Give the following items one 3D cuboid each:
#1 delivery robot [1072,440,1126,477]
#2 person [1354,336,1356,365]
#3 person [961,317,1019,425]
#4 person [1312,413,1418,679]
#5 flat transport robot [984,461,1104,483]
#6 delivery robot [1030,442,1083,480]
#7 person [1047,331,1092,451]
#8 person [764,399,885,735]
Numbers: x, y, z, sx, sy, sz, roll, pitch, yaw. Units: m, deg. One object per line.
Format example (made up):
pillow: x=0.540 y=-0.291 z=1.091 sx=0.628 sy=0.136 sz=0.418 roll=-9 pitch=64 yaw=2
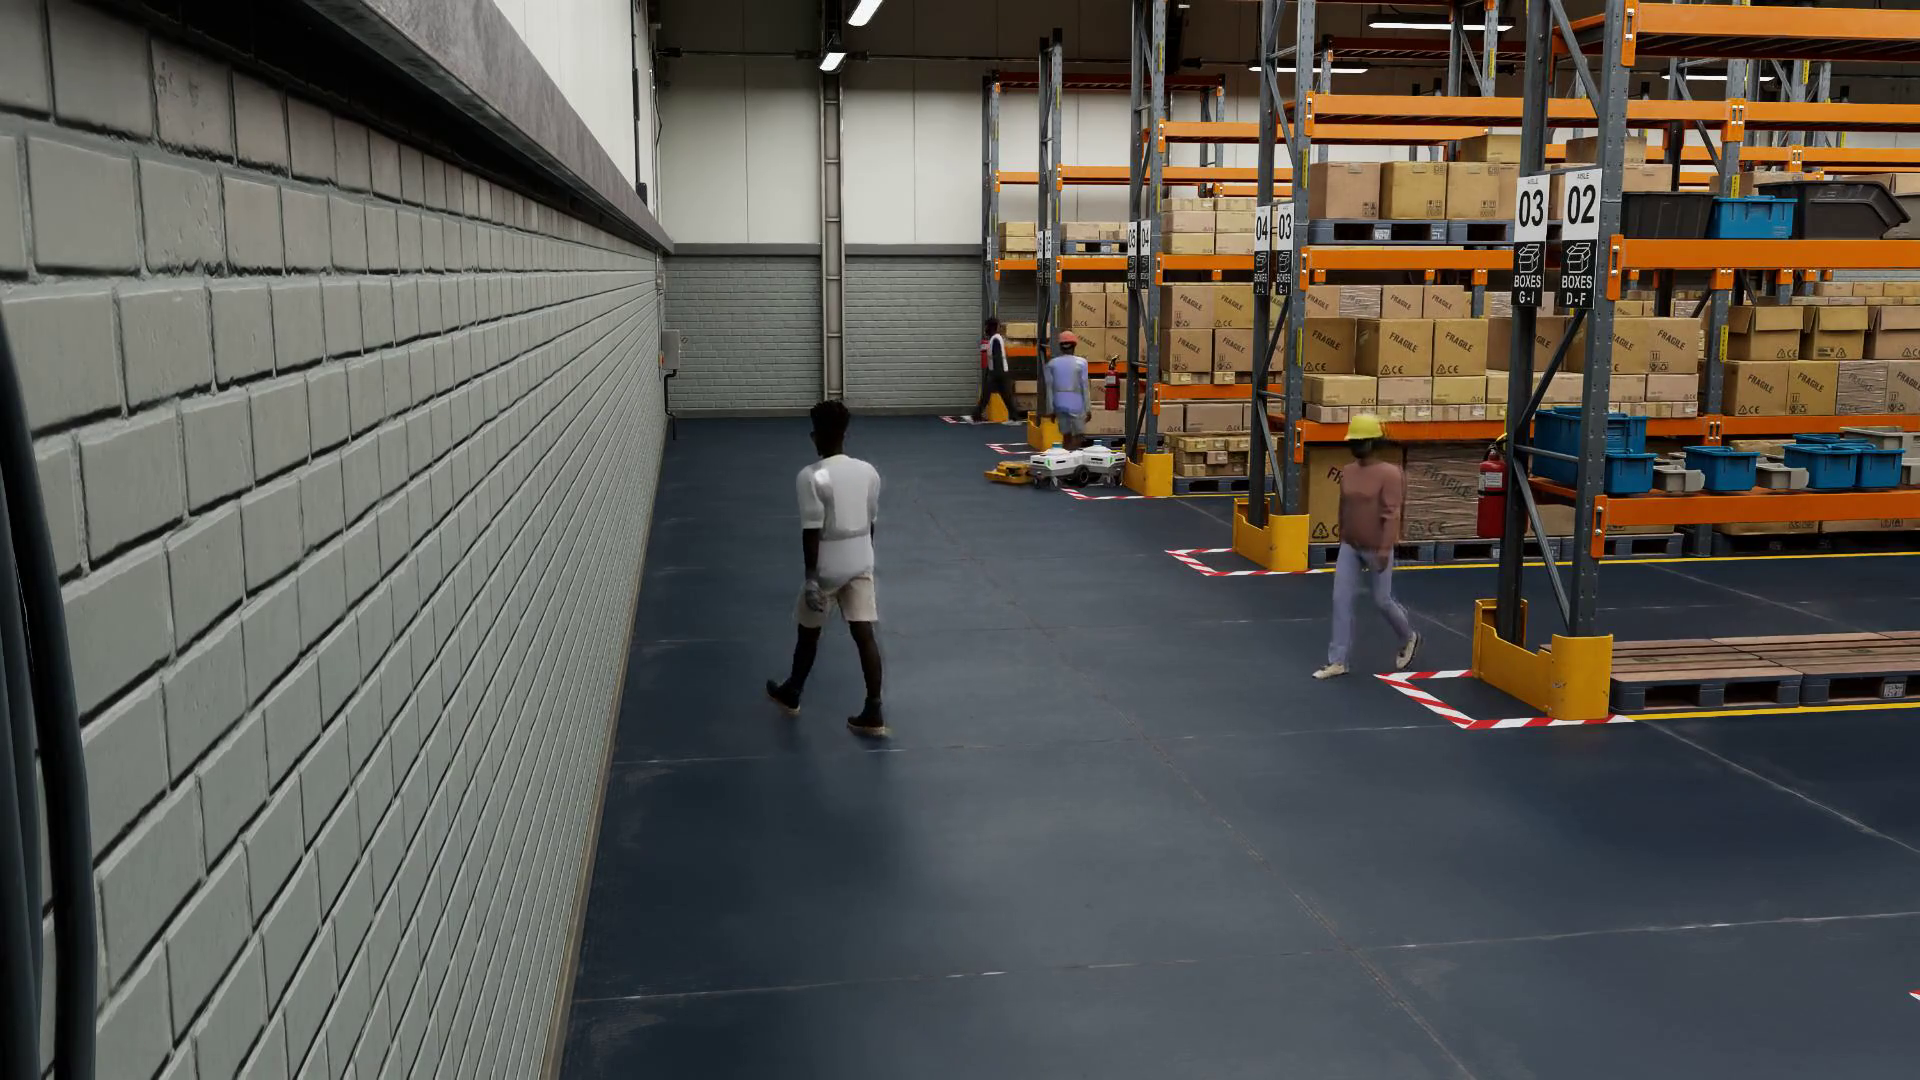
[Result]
delivery robot: x=1.696 y=-0.990 z=20.537 sx=0.707 sy=0.478 sz=0.477 roll=8 pitch=12 yaw=41
person: x=4.415 y=-1.303 z=18.546 sx=0.474 sy=1.921 sz=0.586 roll=0 pitch=9 yaw=0
person: x=0.546 y=-2.884 z=28.501 sx=1.017 sy=1.853 sz=0.604 roll=0 pitch=9 yaw=3
person: x=2.694 y=0.032 z=10.885 sx=0.771 sy=1.738 sz=0.524 roll=-7 pitch=12 yaw=-38
flat transport robot: x=1.077 y=-0.895 z=21.113 sx=1.431 sy=0.197 sz=0.652 roll=-5 pitch=11 yaw=-31
delivery robot: x=1.172 y=-0.945 z=20.256 sx=0.477 sy=0.478 sz=0.707 roll=8 pitch=12 yaw=41
person: x=1.351 y=-1.649 z=20.737 sx=0.617 sy=1.897 sz=0.611 roll=5 pitch=10 yaw=28
person: x=-0.748 y=0.140 z=9.678 sx=0.621 sy=1.904 sz=1.018 roll=-8 pitch=12 yaw=-42
